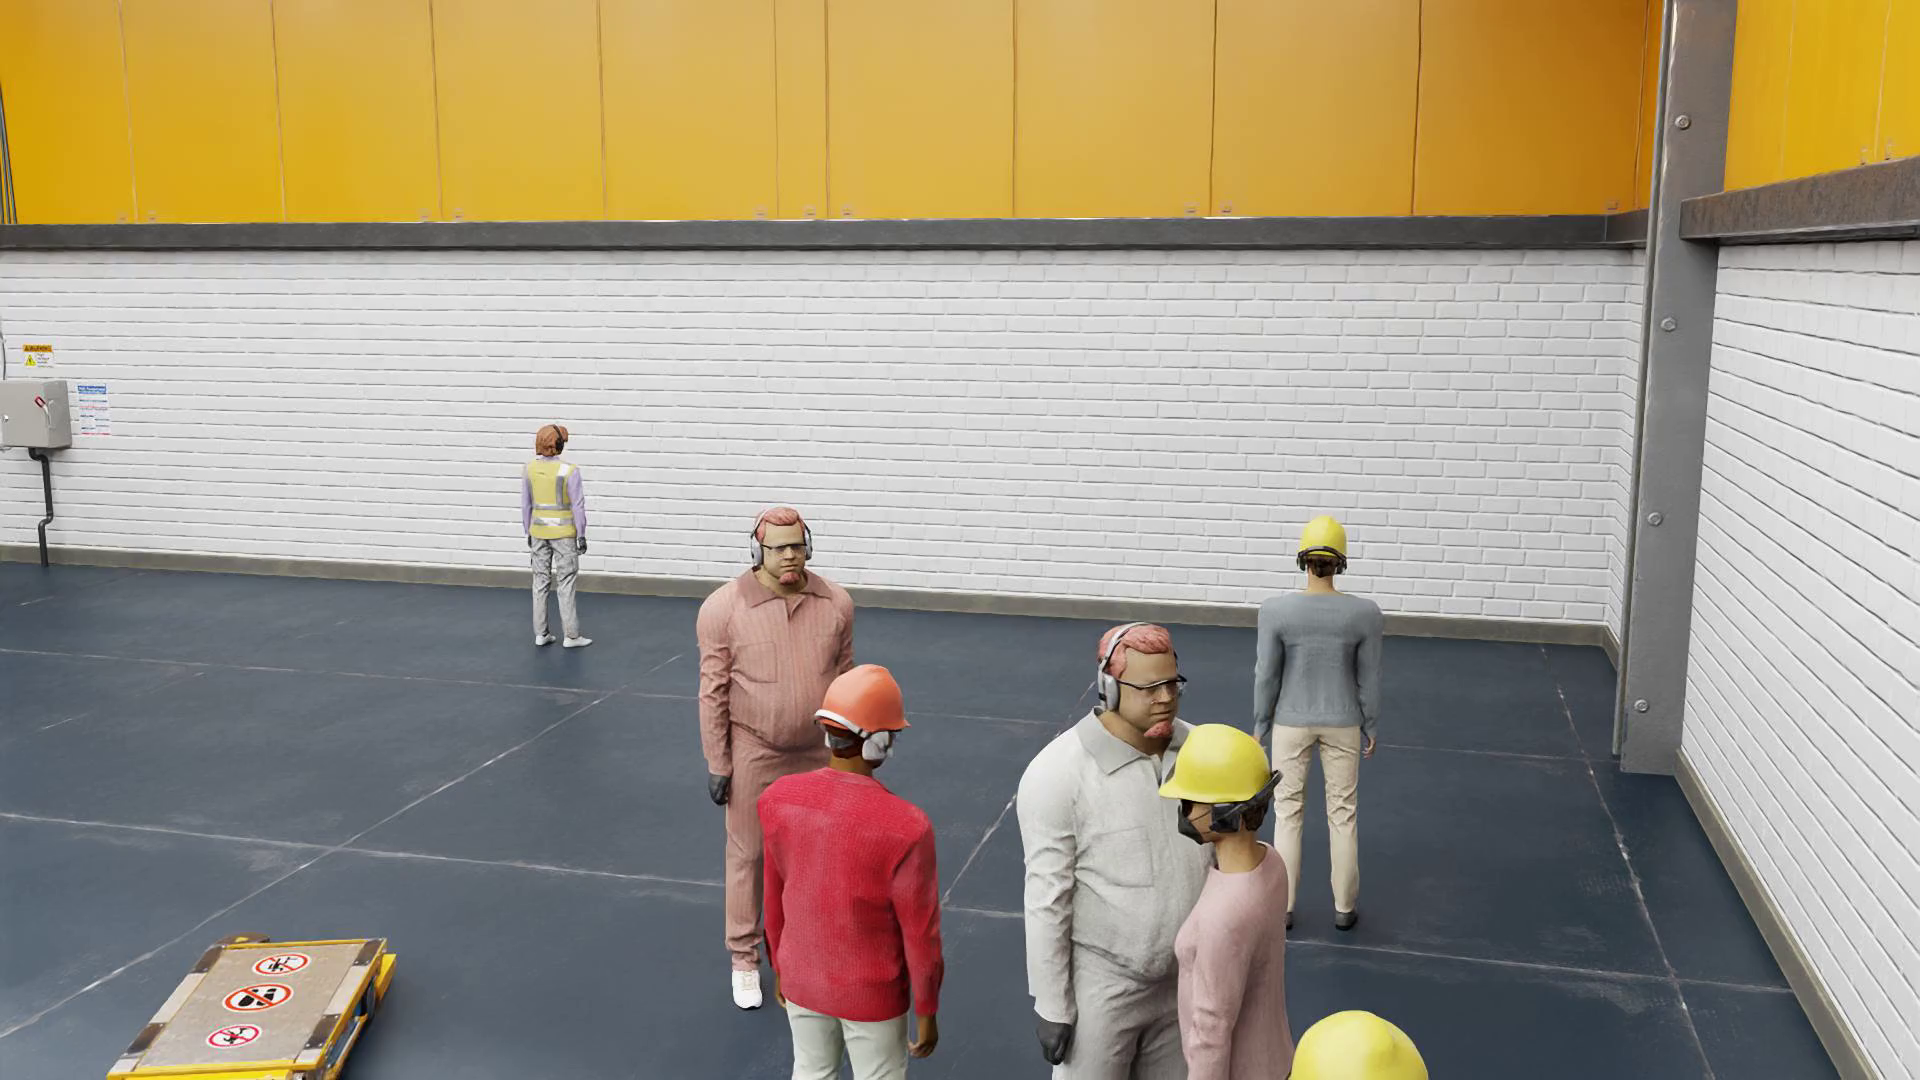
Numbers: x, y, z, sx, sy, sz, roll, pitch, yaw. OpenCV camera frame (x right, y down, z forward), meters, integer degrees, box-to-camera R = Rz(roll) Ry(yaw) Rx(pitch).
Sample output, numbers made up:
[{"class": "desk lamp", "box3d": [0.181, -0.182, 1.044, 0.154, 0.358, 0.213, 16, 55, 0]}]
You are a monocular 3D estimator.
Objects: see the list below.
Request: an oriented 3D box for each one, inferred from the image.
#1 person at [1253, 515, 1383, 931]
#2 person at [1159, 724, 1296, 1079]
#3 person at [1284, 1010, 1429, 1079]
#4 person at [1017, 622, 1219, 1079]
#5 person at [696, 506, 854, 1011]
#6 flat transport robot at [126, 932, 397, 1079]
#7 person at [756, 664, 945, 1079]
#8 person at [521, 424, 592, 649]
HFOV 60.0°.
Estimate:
[{"class": "person", "box3d": [1.501, 0.774, 7.023, 0.535, 1.767, 0.316, 1, 10, 4]}, {"class": "person", "box3d": [0.627, 1.297, 3.965, 0.340, 1.760, 0.525, 4, 10, 21]}, {"class": "person", "box3d": [0.579, 1.539, 2.546, 0.518, 1.756, 0.345, -1, 10, -7]}, {"class": "person", "box3d": [0.463, 1.153, 4.376, 0.643, 1.909, 0.410, -7, 12, -34]}, {"class": "person", "box3d": [-0.671, 0.816, 6.361, 0.643, 1.909, 0.410, -5, 11, -28]}, {"class": "flat transport robot", "box3d": [-2.464, 1.725, 5.820, 0.652, 0.197, 1.431, -1, 10, -6]}, {"class": "person", "box3d": [-0.284, 1.199, 4.597, 0.575, 1.740, 0.349, 6, 11, 30]}, {"class": "person", "box3d": [-2.941, -0.021, 12.077, 0.522, 1.640, 0.306, 4, 10, 21]}]
